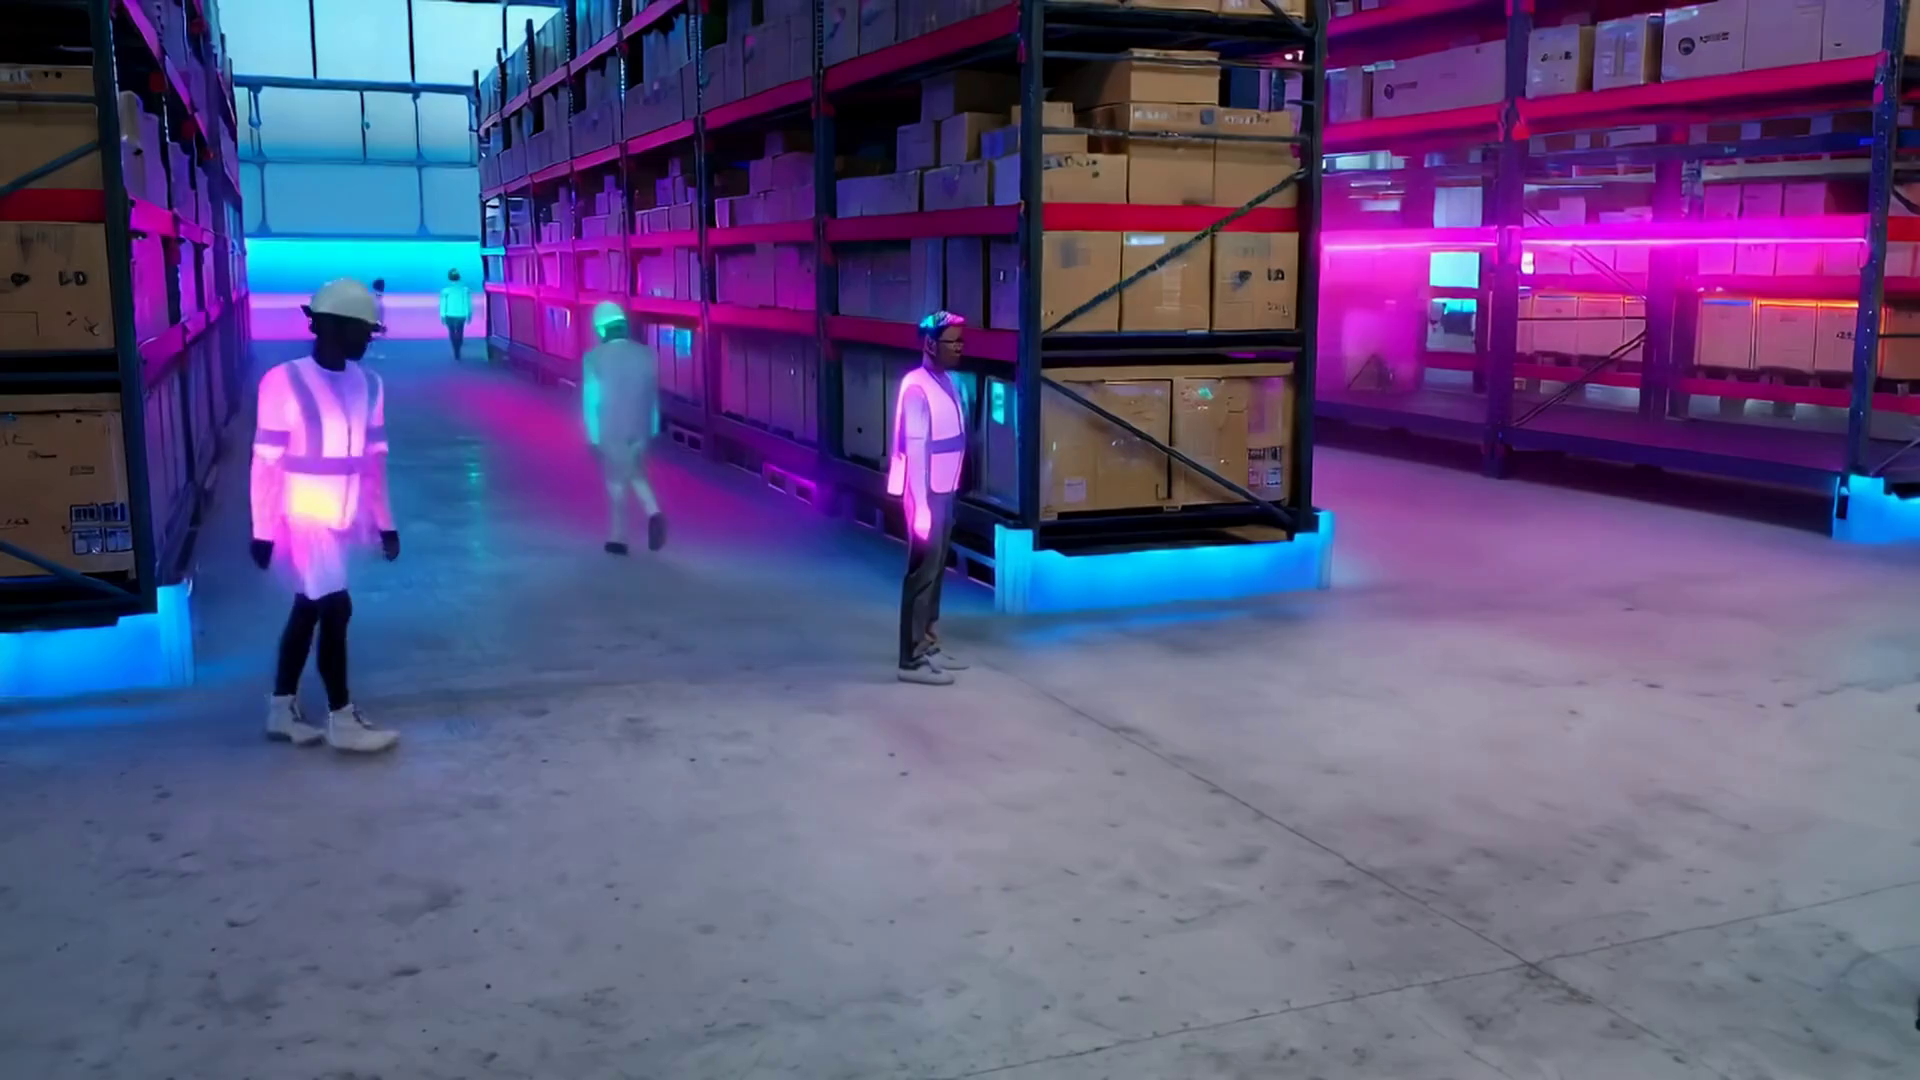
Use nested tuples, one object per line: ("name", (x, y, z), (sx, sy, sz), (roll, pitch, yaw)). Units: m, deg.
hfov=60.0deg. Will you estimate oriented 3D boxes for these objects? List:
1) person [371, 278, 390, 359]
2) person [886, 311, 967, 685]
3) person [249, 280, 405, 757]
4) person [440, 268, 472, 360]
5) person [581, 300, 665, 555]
("person", (-12.450, -4.761, 35.801), (0.387, 1.736, 0.568), (-3, 10, -17))
("person", (-0.164, -0.208, 8.248), (0.384, 1.838, 0.567), (2, 10, 11))
("person", (-2.652, -0.089, 7.042), (0.840, 1.992, 0.640), (3, 10, 18))
("person", (-10.673, -4.784, 35.267), (0.636, 1.962, 0.820), (-4, 10, -24))
("person", (-2.361, -0.772, 11.687), (0.595, 1.812, 0.539), (-8, 12, -40))
